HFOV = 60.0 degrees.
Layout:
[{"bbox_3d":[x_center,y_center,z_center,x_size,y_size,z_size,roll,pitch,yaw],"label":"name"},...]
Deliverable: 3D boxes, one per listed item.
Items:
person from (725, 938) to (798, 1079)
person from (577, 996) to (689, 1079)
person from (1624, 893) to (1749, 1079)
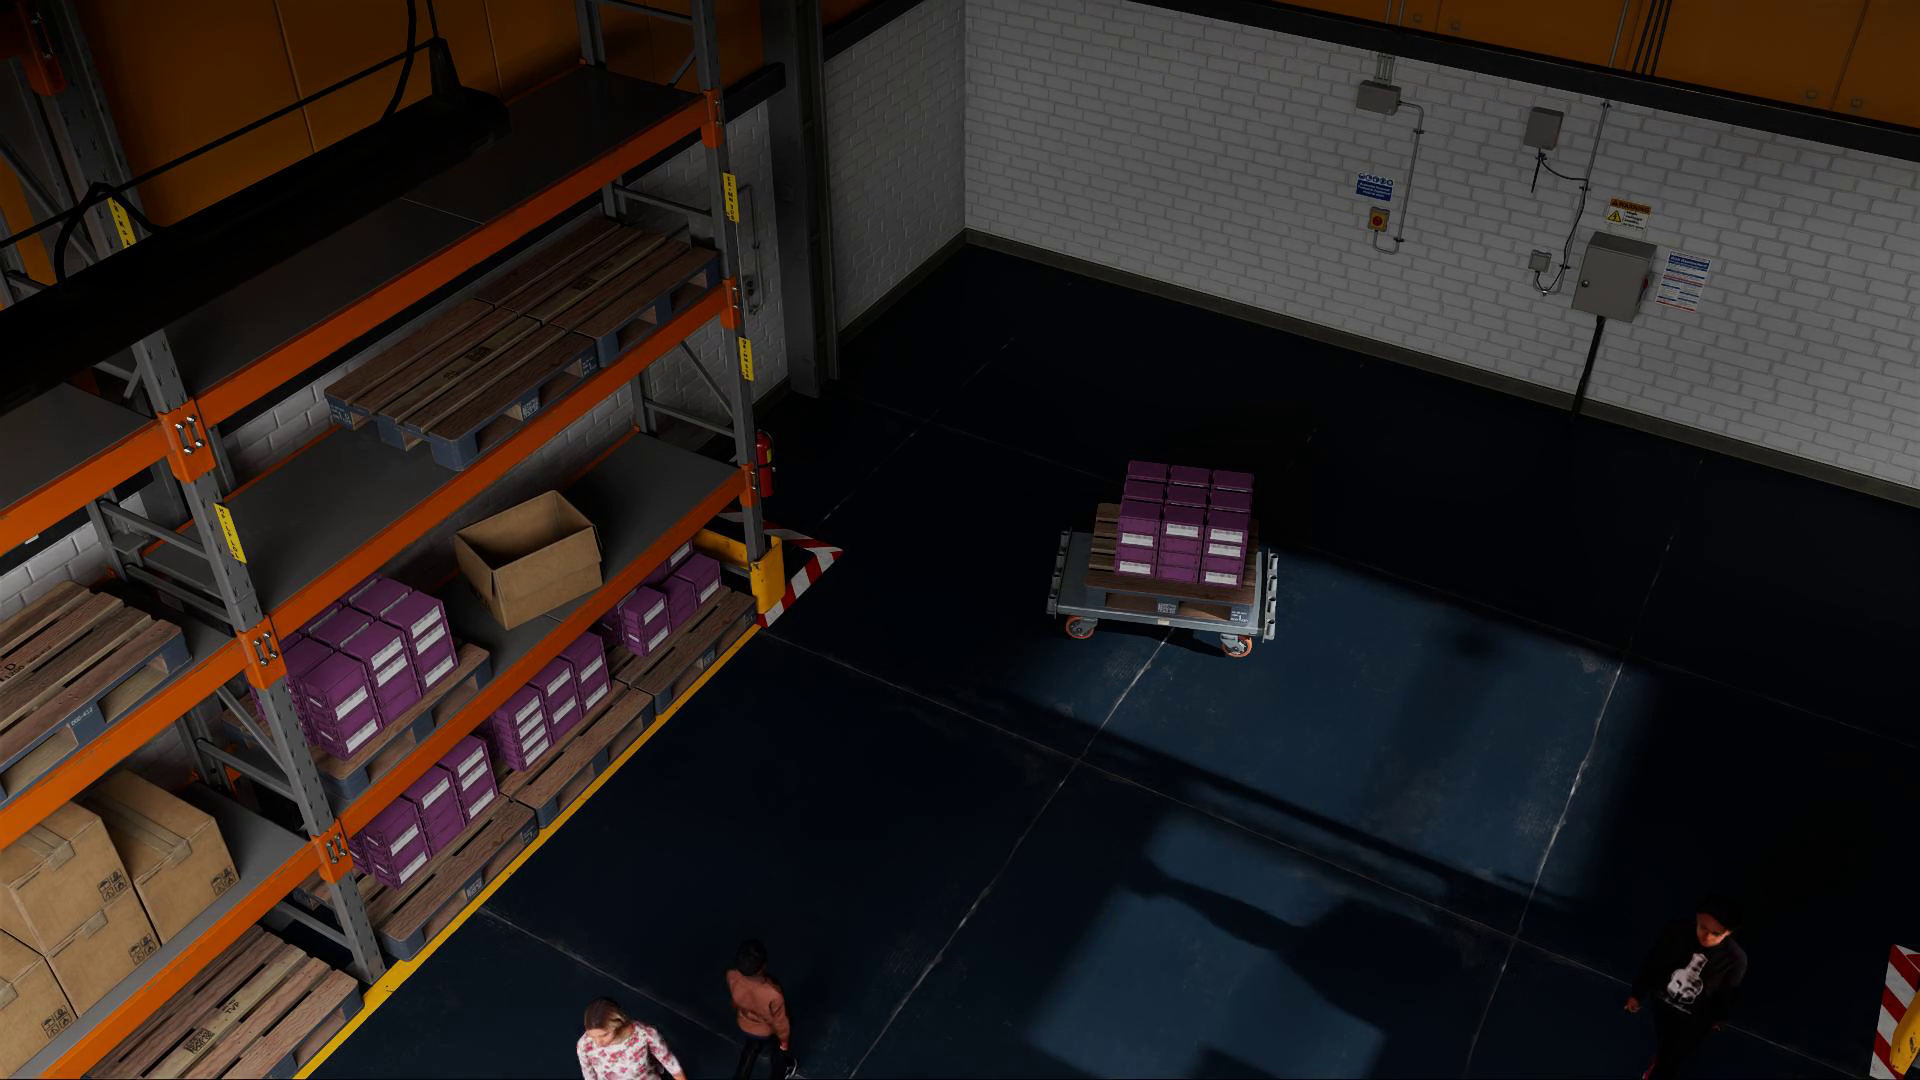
[{"bbox_3d":[-1.118,2.638,8.962,0.555,1.243,0.745,18,42,22],"label":"person"},{"bbox_3d":[-1.687,2.757,8.541,1.143,1.581,1.163,-15,41,-18],"label":"person"},{"bbox_3d":[3.901,2.422,8.908,0.781,1.647,1.058,32,48,33],"label":"person"}]
